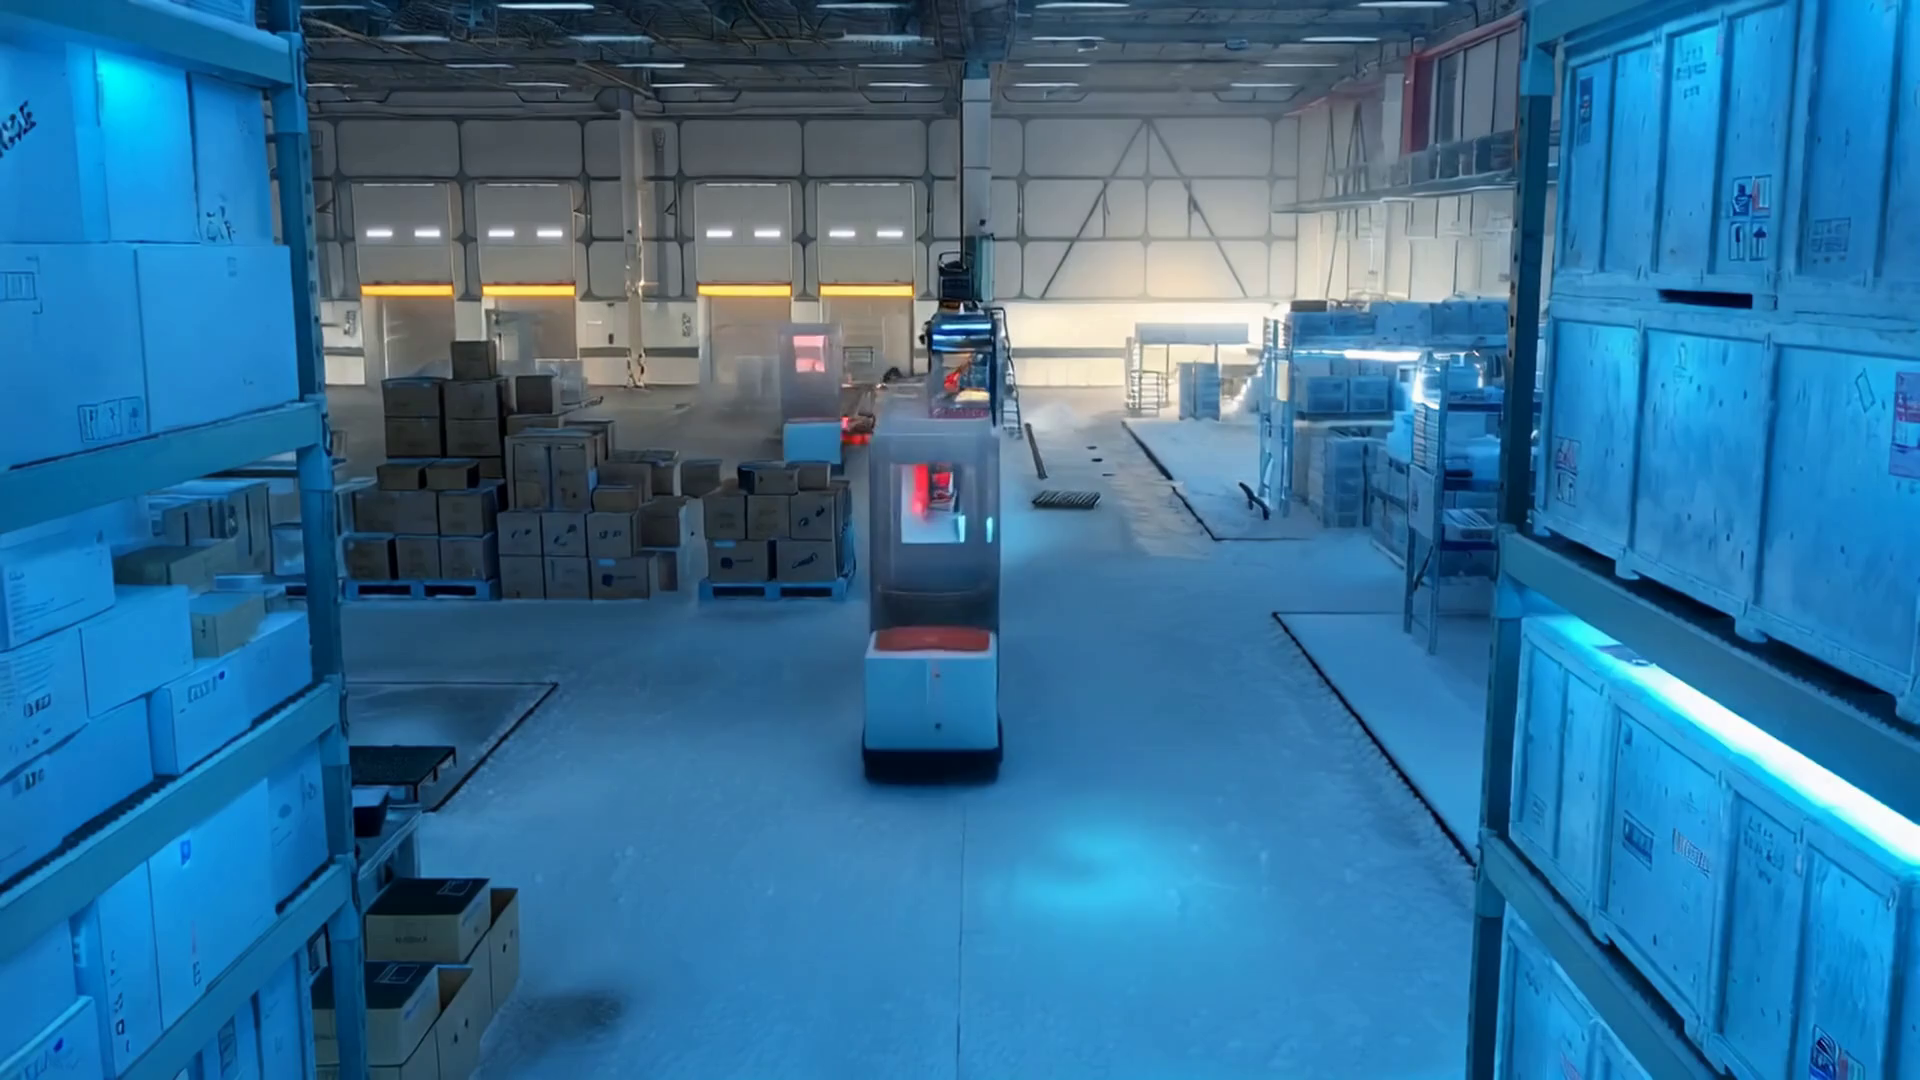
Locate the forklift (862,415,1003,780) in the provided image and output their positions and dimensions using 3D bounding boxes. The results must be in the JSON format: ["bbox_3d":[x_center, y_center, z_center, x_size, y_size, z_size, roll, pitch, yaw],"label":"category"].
[{"bbox_3d":[-0.217,0.374,13.542,1.129,2.768,1.873,0,10,1],"label":"forklift"}]

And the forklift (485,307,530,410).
[{"bbox_3d":[-10.754,-4.150,39.646,1.129,2.768,1.873,0,10,1],"label":"forklift"}]

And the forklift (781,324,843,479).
[{"bbox_3d":[-2.741,-2.587,30.628,1.129,2.768,1.873,-1,10,-6],"label":"forklift"}]

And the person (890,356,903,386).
[{"bbox_3d":[-1.542,-3.577,39.865,0.860,1.657,0.539,-7,12,-33],"label":"person"}]

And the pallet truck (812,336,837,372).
[{"bbox_3d":[-3.021,-4.312,43.126,1.885,1.965,0.823,3,10,17],"label":"pallet truck"}]

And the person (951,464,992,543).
[{"bbox_3d":[0.173,-0.344,20.236,0.610,1.996,0.378,-5,11,-28],"label":"person"}]
